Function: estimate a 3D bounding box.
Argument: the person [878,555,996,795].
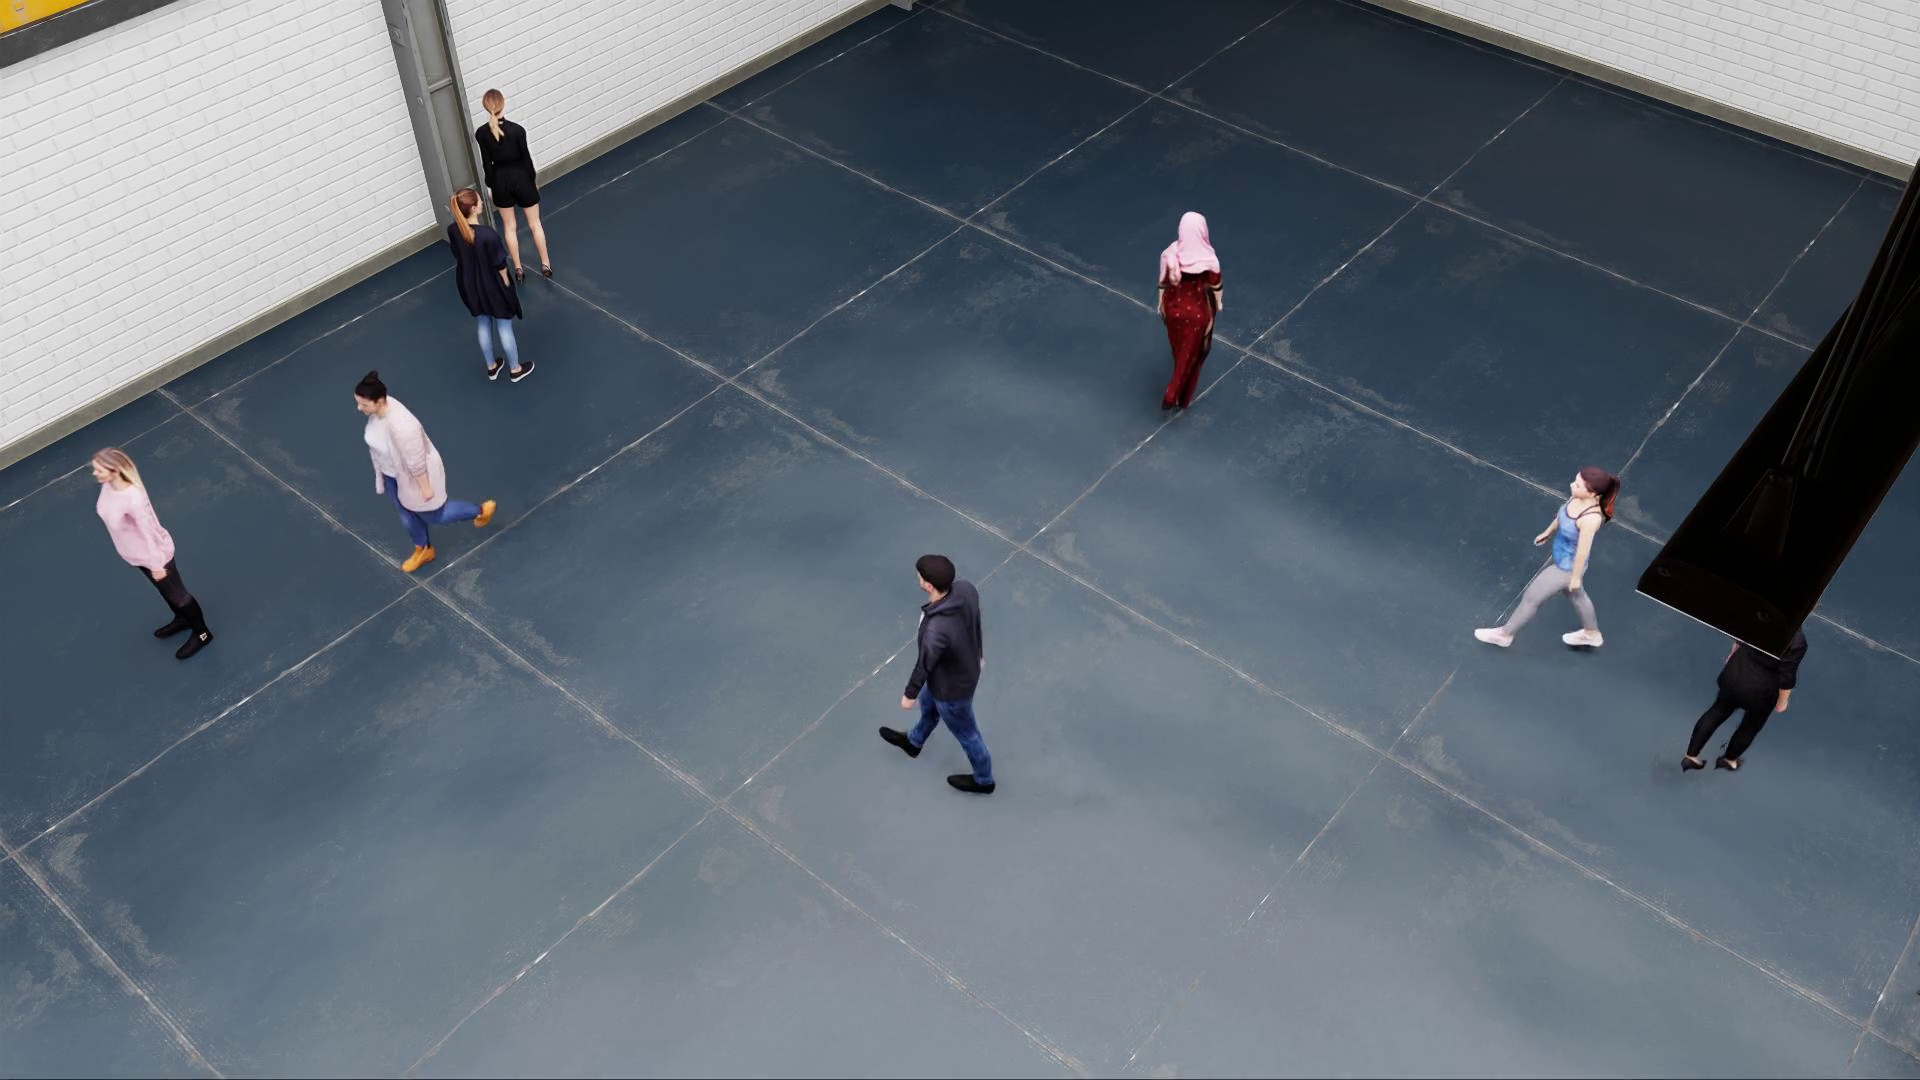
[{"bbox_3d":[0.044,0.849,9.768,1.006,1.850,1.097,12,45,13],"label":"person"}]

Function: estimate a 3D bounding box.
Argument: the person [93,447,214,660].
[{"bbox_3d":[-5.216,0.053,10.721,0.557,1.687,0.610,-34,53,-31],"label":"person"}]

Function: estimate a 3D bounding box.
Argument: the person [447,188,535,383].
[{"bbox_3d":[-3.659,-1.954,12.831,0.706,1.684,0.688,13,45,13],"label":"person"}]

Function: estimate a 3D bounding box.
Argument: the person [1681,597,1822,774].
[{"bbox_3d":[4.701,0.859,9.903,0.816,1.649,0.768,-16,46,-16],"label":"person"}]

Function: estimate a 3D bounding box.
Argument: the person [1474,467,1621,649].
[{"bbox_3d":[3.985,0.149,10.703,0.925,1.574,1.077,11,45,11],"label":"person"}]

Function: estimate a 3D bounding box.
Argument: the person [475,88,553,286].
[{"bbox_3d":[-3.707,-2.918,13.781,0.643,1.768,0.716,-6,44,-7],"label":"person"}]

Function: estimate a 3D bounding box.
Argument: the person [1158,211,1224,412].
[{"bbox_3d":[1.713,-1.710,12.638,0.779,1.597,1.119,21,47,20],"label":"person"}]

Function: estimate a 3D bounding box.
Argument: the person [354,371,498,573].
[{"bbox_3d":[-3.646,-0.522,11.312,0.998,1.706,0.735,-33,53,-30],"label":"person"}]
